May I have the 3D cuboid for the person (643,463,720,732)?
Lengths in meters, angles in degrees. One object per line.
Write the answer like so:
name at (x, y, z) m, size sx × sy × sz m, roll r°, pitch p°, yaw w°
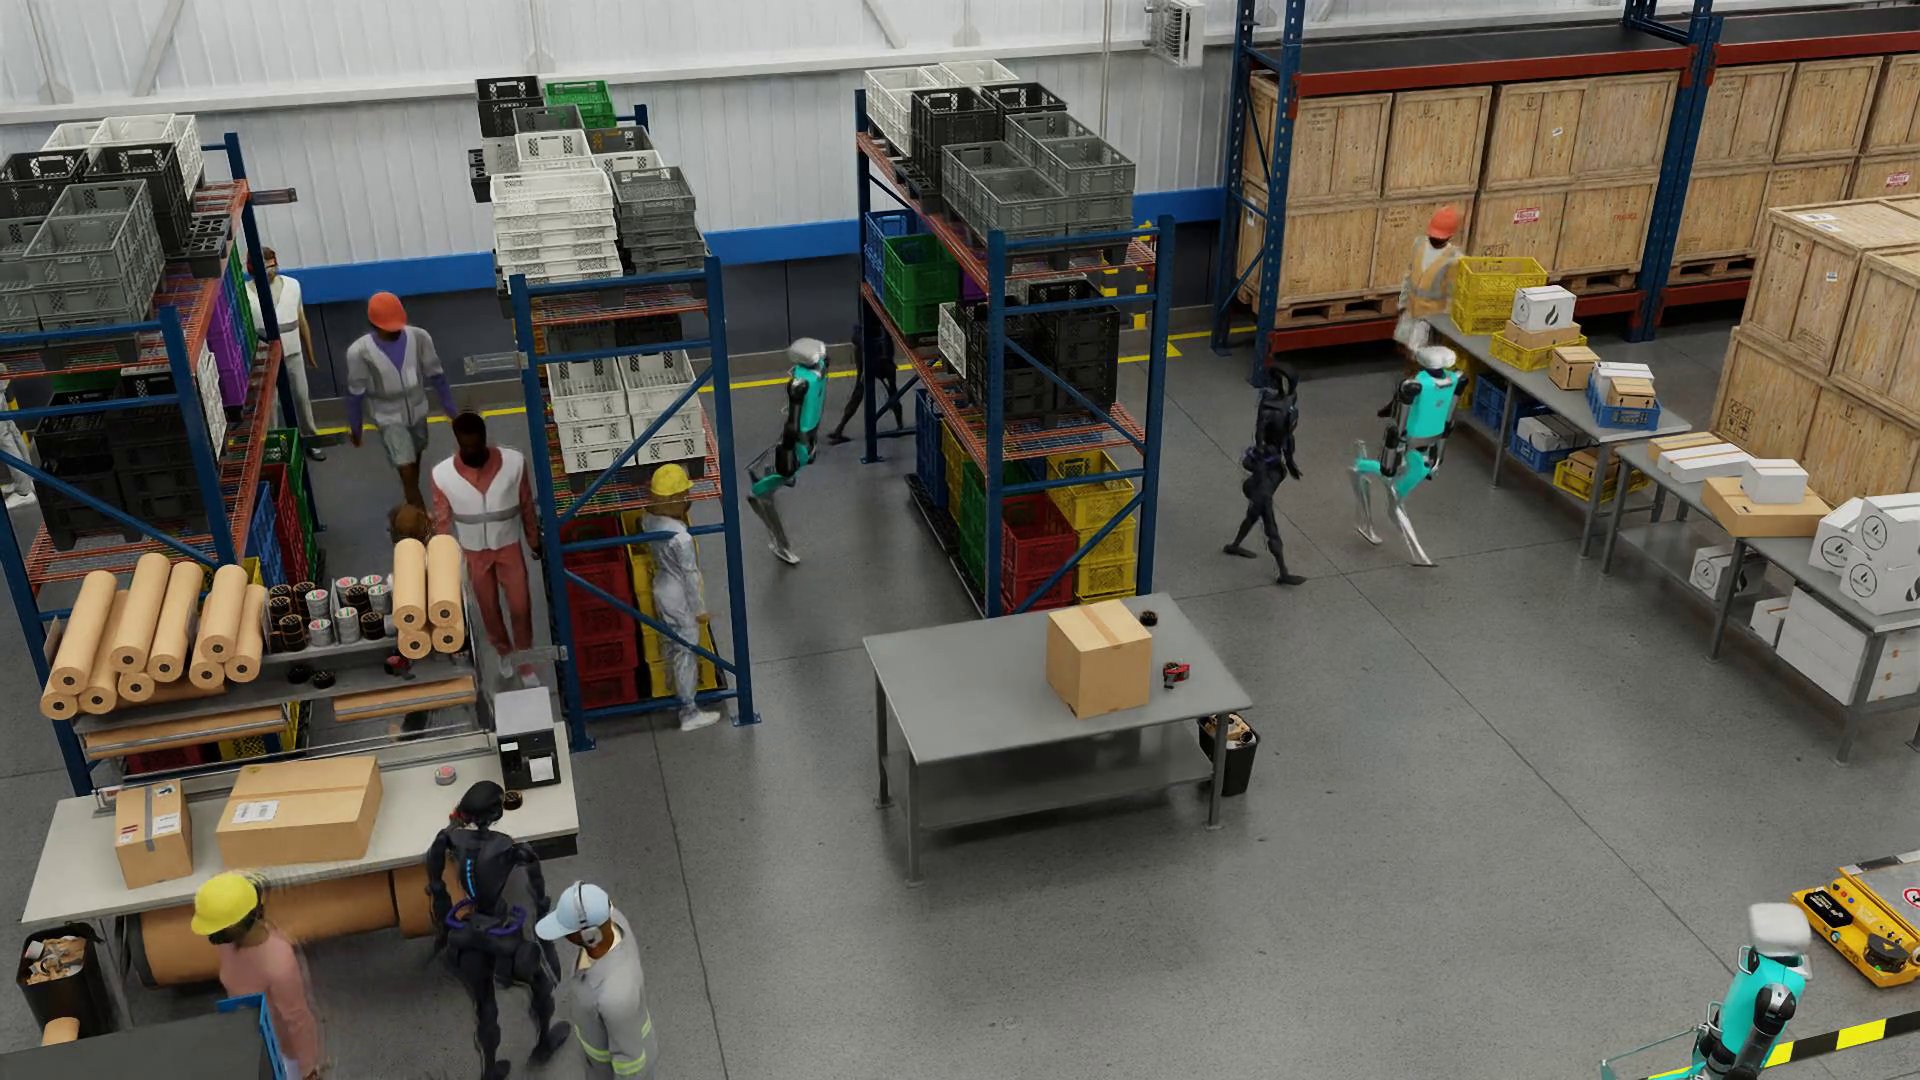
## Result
person at (-1.685, 0.339, 10.019) m, size 0.313 × 1.742 × 0.487 m, roll -20°, pitch 35°, yaw -32°

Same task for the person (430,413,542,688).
person at (-2.899, 0.102, 10.285) m, size 0.622 × 1.889 × 0.778 m, roll -9°, pitch 30°, yaw -16°

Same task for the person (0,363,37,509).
person at (-7.355, -1.130, 12.555) m, size 0.329 × 1.872 × 0.509 m, roll -9°, pitch 30°, yaw -15°

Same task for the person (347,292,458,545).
person at (-3.971, -0.868, 11.968) m, size 0.711 × 1.969 × 1.060 m, roll -23°, pitch 36°, yaw -35°

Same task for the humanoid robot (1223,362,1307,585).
humanoid robot at (2.198, -0.487, 11.618) m, size 0.758 × 1.625 × 0.599 m, roll 19°, pitch 34°, yaw 31°

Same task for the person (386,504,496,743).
person at (-3.016, 0.590, 9.510) m, size 0.949 × 1.796 × 0.519 m, roll 21°, pitch 35°, yaw 33°

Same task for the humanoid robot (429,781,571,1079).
humanoid robot at (-2.087, 1.763, 7.511) m, size 0.608 × 1.640 × 0.592 m, roll 6°, pitch 29°, yaw 10°

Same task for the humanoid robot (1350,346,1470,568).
humanoid robot at (3.107, -0.627, 11.792) m, size 0.536 × 1.735 × 1.025 m, roll -12°, pitch 31°, yaw -21°

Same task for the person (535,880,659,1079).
person at (-1.416, 2.103, 6.697) m, size 0.397 × 1.847 × 0.587 m, roll -9°, pitch 30°, yaw -16°

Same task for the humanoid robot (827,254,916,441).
humanoid robot at (-0.730, -1.559, 13.602) m, size 0.781 × 1.642 × 0.596 m, roll -15°, pitch 32°, yaw -25°

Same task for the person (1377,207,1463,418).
person at (3.952, -1.929, 13.983) m, size 0.642 × 1.897 × 0.606 m, roll -16°, pitch 32°, yaw -26°

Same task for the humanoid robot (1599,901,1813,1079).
humanoid robot at (2.862, 2.099, 6.674) m, size 0.735 × 1.681 × 0.533 m, roll 12°, pitch 31°, yaw 21°

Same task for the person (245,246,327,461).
person at (-5.411, -1.456, 13.186) m, size 0.569 × 1.836 × 0.383 m, roll -24°, pitch 37°, yaw -36°

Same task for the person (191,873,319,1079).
person at (-2.830, 2.057, 6.877) m, size 0.536 × 1.749 × 0.420 m, roll 22°, pitch 36°, yaw 34°

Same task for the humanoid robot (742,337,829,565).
humanoid robot at (-1.296, -0.605, 11.755) m, size 0.798 × 1.790 × 0.563 m, roll 8°, pitch 30°, yaw 14°

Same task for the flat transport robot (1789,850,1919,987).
flat transport robot at (5.163, 1.916, 8.676) m, size 1.431 × 0.231 × 0.659 m, roll -8°, pitch 30°, yaw -14°
